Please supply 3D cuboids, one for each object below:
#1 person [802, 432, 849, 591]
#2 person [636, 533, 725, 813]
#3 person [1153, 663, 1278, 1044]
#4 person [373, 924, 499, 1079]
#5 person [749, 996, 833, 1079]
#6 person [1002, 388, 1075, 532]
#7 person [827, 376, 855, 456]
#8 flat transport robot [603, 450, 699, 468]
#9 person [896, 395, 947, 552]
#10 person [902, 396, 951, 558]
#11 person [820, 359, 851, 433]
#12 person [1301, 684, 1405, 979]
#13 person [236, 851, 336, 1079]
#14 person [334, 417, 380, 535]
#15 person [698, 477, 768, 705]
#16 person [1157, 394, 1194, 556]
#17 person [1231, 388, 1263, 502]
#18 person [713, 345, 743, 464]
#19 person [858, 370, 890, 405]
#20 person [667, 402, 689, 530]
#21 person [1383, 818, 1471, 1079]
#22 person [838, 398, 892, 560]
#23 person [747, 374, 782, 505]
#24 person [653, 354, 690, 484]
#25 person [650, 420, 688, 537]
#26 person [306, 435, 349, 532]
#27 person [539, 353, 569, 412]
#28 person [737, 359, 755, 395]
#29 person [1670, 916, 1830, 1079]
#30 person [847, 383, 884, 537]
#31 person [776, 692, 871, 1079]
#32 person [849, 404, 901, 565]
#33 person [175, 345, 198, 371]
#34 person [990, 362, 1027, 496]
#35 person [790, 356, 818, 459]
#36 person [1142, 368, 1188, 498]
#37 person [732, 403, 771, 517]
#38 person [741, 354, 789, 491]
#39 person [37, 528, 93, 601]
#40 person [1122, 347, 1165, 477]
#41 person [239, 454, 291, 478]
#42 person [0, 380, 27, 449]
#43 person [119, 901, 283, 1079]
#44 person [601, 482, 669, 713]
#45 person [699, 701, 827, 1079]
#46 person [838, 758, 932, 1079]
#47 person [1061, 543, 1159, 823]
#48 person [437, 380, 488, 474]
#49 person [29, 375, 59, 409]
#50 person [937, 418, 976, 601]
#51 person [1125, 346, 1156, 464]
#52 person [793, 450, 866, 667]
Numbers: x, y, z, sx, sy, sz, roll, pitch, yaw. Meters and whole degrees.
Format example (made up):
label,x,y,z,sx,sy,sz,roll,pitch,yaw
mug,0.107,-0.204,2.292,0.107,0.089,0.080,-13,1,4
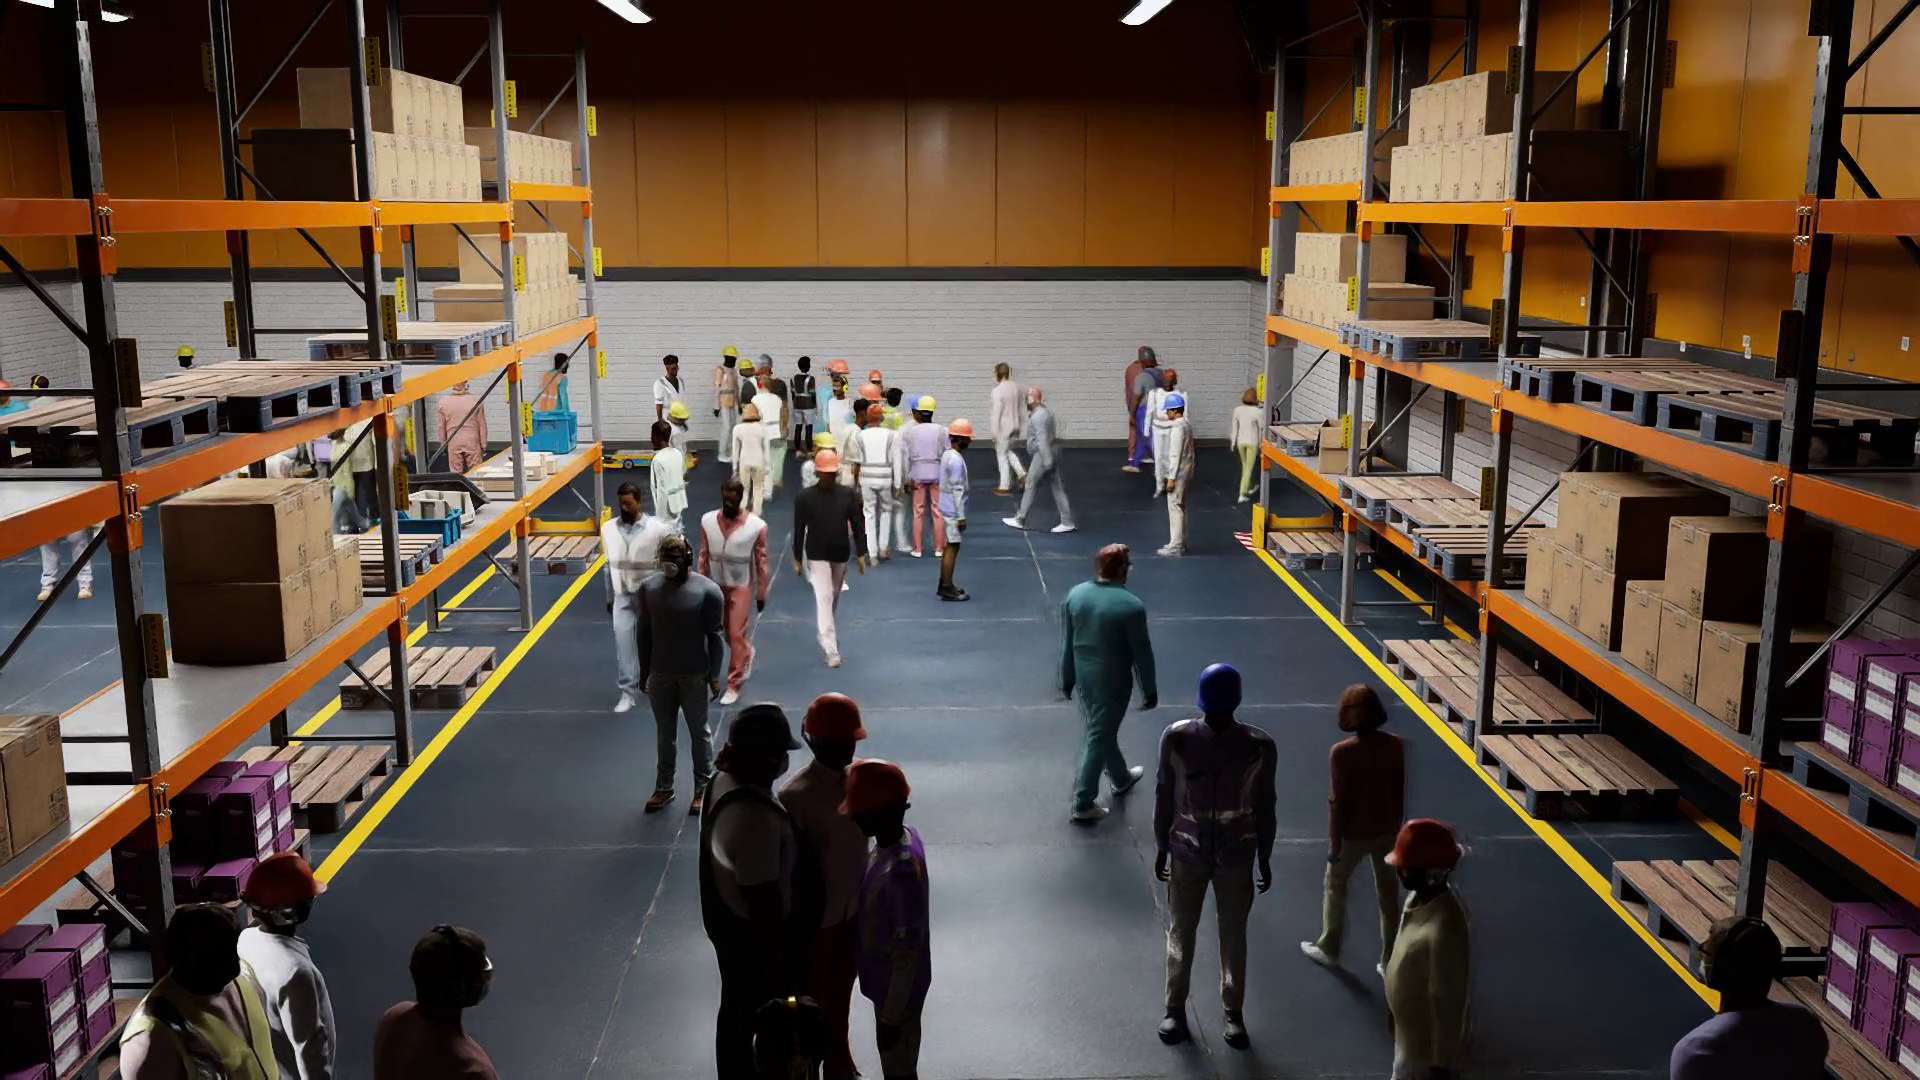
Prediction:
label,x,y,z,sx,sy,sz,roll,pitch,yaw
person,-1.487,-0.334,18.129,0.486,1.712,0.766,-5,12,-23
person,-1.909,0.905,11.348,0.627,1.941,0.371,3,12,12
person,1.249,1.533,8.206,0.603,1.938,0.401,2,11,10
person,-1.615,2.133,5.235,0.377,1.929,0.627,-10,15,-41
person,-0.452,2.221,4.947,0.323,1.862,0.518,-8,14,-35
person,1.027,-1.010,21.240,1.031,1.828,0.654,5,12,22
person,-1.623,-1.301,22.584,0.518,1.874,0.327,7,13,33
flat transport robot,-4.943,-1.307,26.639,1.431,0.197,0.652,0,11,-2
person,-0.447,-0.764,19.811,0.764,1.922,0.617,10,15,42
person,-0.390,-0.738,19.619,0.587,1.928,0.362,0,11,-2
person,-1.623,-1.515,23.286,0.846,2.010,0.628,2,11,8
person,2.137,1.563,8.915,0.529,1.601,0.625,-5,12,-25
person,-2.500,2.012,6.262,0.561,1.753,0.327,10,15,42
person,-7.322,-0.901,20.259,0.612,1.997,0.375,1,11,7
person,-1.898,0.383,14.074,0.598,1.897,0.809,4,12,19
person,2.581,-0.778,19.819,0.420,1.932,0.621,3,12,16
person,4.144,-1.352,23.556,0.520,1.584,0.832,10,15,42
person,-3.752,-2.204,27.004,0.424,1.915,0.632,5,12,24
person,-1.243,-1.633,24.545,0.564,1.751,0.342,-4,12,-18
person,-3.605,-0.915,21.088,0.375,1.698,0.656,-4,12,-18
person,1.859,1.941,6.653,0.400,1.738,0.578,2,11,8
person,-1.199,-0.709,19.537,0.833,1.910,0.646,-2,11,-9
person,-2.723,-1.393,23.144,0.476,1.827,0.598,9,14,38
person,-4.283,-1.786,24.775,0.362,1.965,0.611,7,13,31
person,-3.058,-0.300,17.445,0.375,1.917,0.597,2,11,9
person,-8.036,-1.056,21.238,0.584,1.917,0.381,1,11,5
person,-6.276,-1.985,26.041,0.604,1.872,0.700,10,15,42
person,-3.395,-2.029,26.583,0.322,1.738,0.486,-2,11,-11
person,2.430,2.113,5.291,0.627,1.941,0.371,-6,13,-28
person,-1.129,-0.993,20.839,0.524,1.952,0.635,-7,13,-32
person,-0.574,1.644,7.504,0.395,1.993,0.614,8,14,35
person,-0.994,-0.662,19.399,0.610,1.861,0.719,-1,11,-4
person,-12.404,-2.179,26.844,0.366,1.927,0.585,-4,12,-21
person,0.696,-1.580,23.823,0.499,1.930,0.661,8,14,35
person,-2.562,-2.178,27.418,0.532,1.697,0.322,9,14,37
person,2.915,-1.513,23.662,0.601,1.868,0.417,5,12,23
person,-2.703,-0.964,21.547,0.500,1.620,0.491,1,11,3
person,-2.808,-1.703,24.171,0.714,2.000,0.539,2,11,9
person,-9.484,-0.371,17.494,0.674,2.000,0.535,-2,11,-10
person,2.920,-2.005,25.688,0.996,2.000,0.689,10,15,40
person,-7.200,-0.238,17.350,0.385,1.836,0.565,8,14,35
person,-13.315,-1.366,23.245,0.574,1.737,0.420,-5,12,-25
person,-2.508,2.095,5.634,0.429,1.839,0.634,1,11,6
person,-2.679,0.427,13.885,0.599,1.887,0.887,2,11,9
person,-0.844,1.677,7.224,0.536,2.000,0.688,-5,12,-22
person,-0.303,1.816,6.809,0.373,1.928,0.543,-1,11,-5
person,1.070,0.944,11.350,0.963,1.857,0.669,-10,15,-42
person,-6.693,-1.292,22.463,0.640,1.904,0.409,-1,11,-7
person,-12.450,-1.315,22.645,0.327,1.876,0.516,2,11,11
person,-0.033,-0.320,17.542,0.394,1.927,0.543,-1,11,-7
person,2.978,-2.196,26.983,0.402,1.906,0.652,-9,15,-39
person,-1.198,0.126,15.279,0.626,1.948,1.028,-5,12,-21
